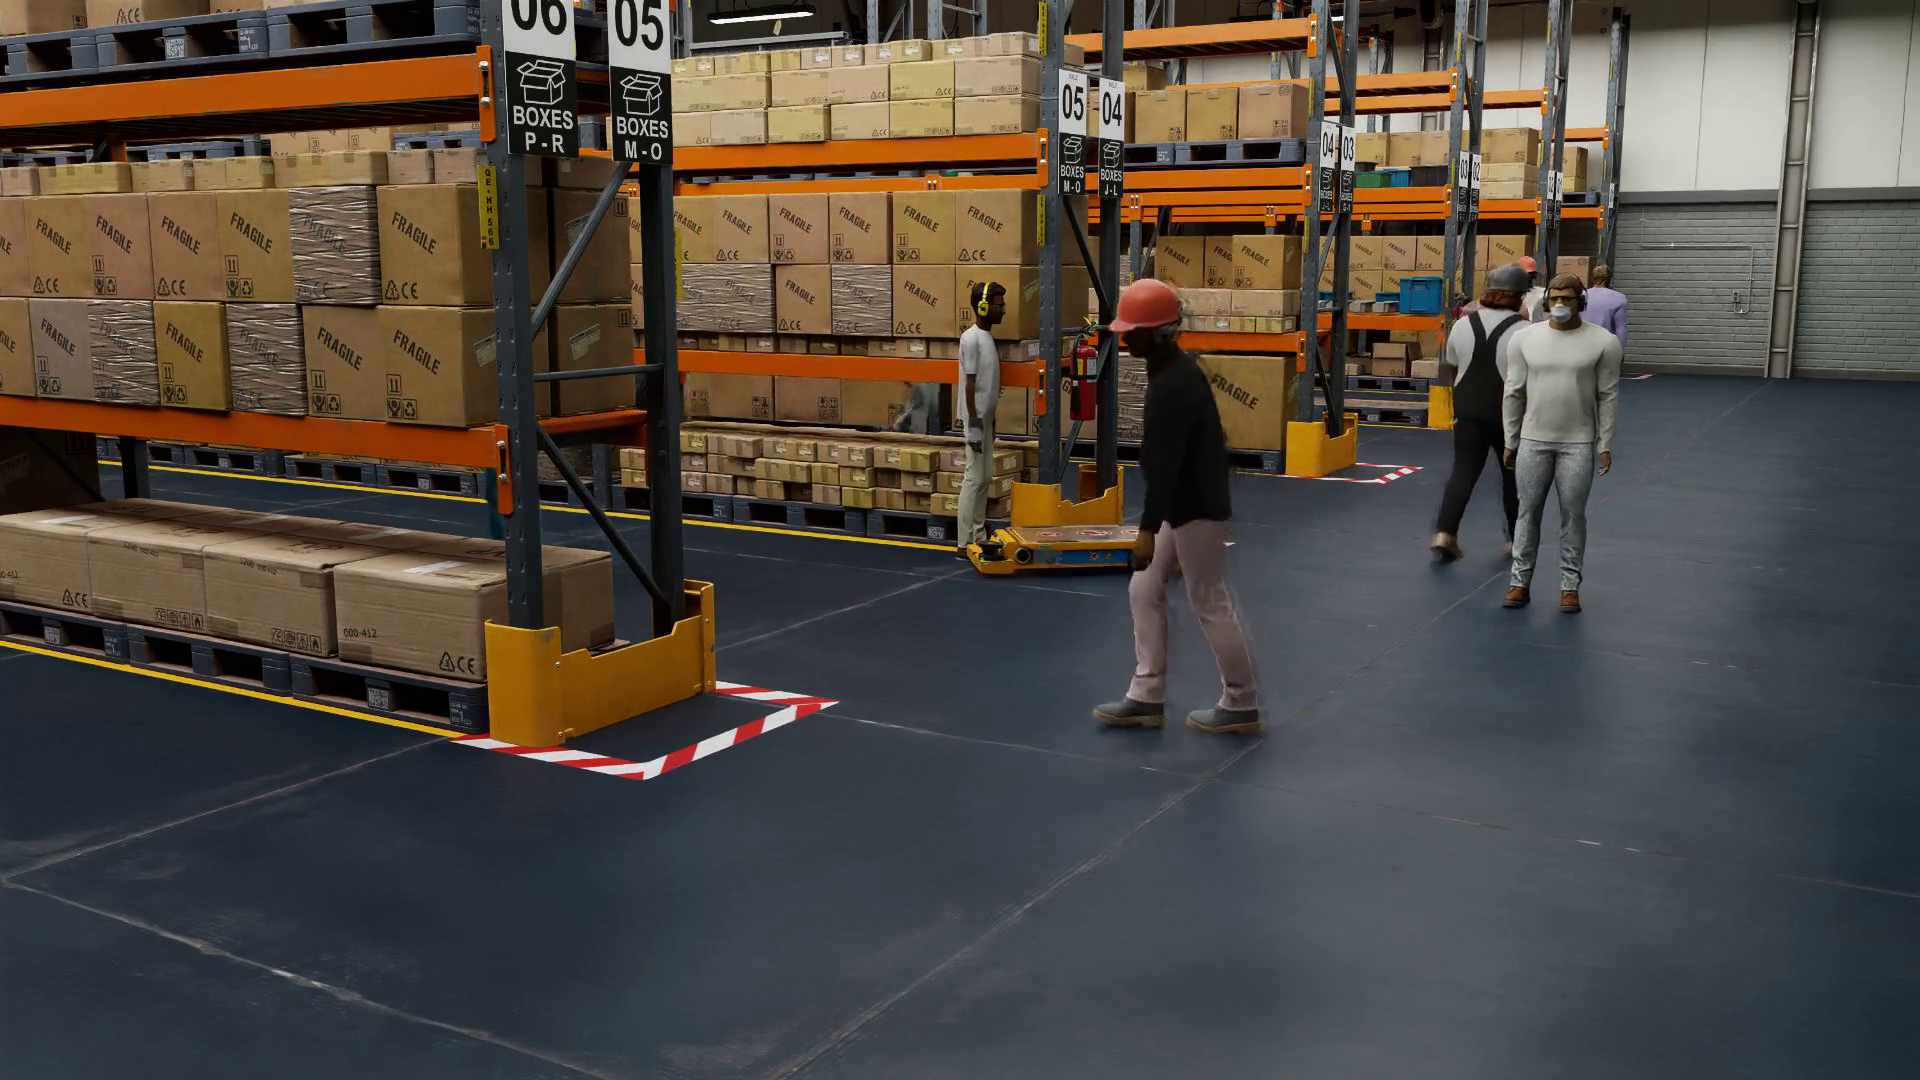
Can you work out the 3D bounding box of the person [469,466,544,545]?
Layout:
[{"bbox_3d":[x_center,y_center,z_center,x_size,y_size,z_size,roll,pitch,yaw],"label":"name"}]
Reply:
[{"bbox_3d":[-2.873,-0.663,10.461,0.480,1.832,0.625,2,10,13],"label":"person"}]

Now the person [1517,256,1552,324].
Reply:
[{"bbox_3d":[6.571,-2.305,19.519,0.618,2.022,0.603,6,11,31],"label":"person"}]

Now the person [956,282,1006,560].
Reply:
[{"bbox_3d":[0.152,-0.784,11.118,0.332,1.860,0.510,3,10,16],"label":"person"}]

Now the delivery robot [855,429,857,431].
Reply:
[{"bbox_3d":[-0.926,-0.700,14.135,0.707,0.478,0.477,6,11,34],"label":"delivery robot"}]

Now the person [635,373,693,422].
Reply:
[{"bbox_3d":[-2.935,-1.745,16.349,1.039,1.999,0.625,4,11,23],"label":"person"}]

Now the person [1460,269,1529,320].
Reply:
[{"bbox_3d":[5.114,-1.637,15.960,0.645,1.907,0.400,4,10,20],"label":"person"}]

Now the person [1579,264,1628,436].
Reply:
[{"bbox_3d":[7.176,-2.129,18.755,0.635,1.934,0.352,6,11,32],"label":"person"}]

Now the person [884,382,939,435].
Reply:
[{"bbox_3d":[-0.455,-1.699,16.308,0.671,1.922,0.630,5,11,29],"label":"person"}]

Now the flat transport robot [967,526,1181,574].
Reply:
[{"bbox_3d":[0.796,0.050,10.865,1.431,0.197,0.652,-1,10,-8],"label":"flat transport robot"}]

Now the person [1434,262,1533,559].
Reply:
[{"bbox_3d":[3.563,-0.882,11.148,0.681,2.000,0.994,9,13,42],"label":"person"}]

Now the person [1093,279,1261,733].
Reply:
[{"bbox_3d":[0.906,-0.116,6.979,0.837,1.926,0.632,1,10,3],"label":"person"}]

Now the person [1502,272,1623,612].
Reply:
[{"bbox_3d":[3.421,-0.552,9.517,0.630,1.938,0.369,5,11,26],"label":"person"}]
